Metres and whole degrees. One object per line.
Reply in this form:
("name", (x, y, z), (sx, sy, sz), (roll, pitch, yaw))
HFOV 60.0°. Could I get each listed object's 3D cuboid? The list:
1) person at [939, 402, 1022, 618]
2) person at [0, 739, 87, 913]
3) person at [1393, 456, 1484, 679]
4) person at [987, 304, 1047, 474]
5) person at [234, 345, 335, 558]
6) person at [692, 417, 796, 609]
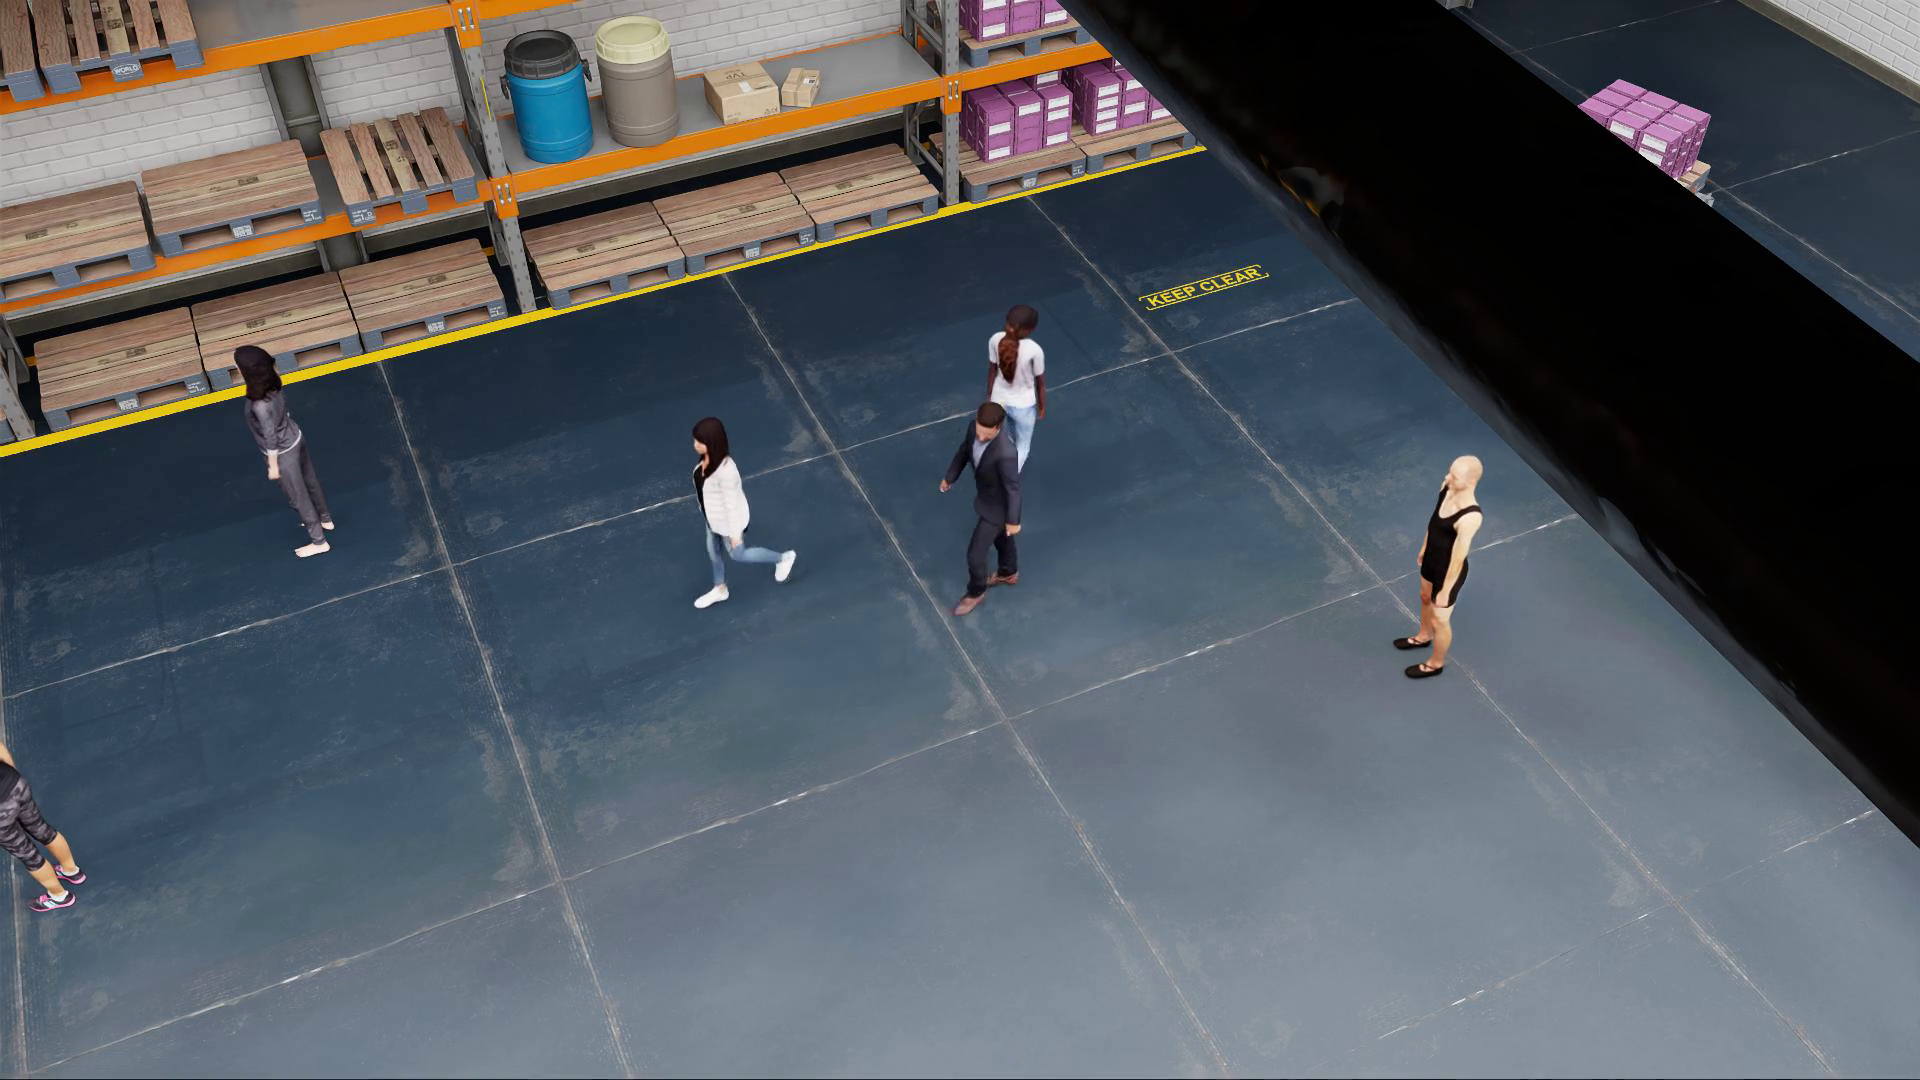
("person", (0.302, -0.273, 11.164), (0.817, 1.831, 0.782), (-12, 45, -12))
("person", (-5.391, 1.487, 9.389), (0.690, 1.730, 0.665), (4, 44, 4))
("person", (3.131, 0.164, 10.717), (0.628, 1.814, 0.692), (-4, 44, -4))
("person", (0.365, -0.918, 11.936), (0.972, 1.700, 1.082), (17, 46, 17))
("person", (-4.702, -0.634, 11.591), (0.637, 1.765, 0.659), (-2, 44, -2))
("person", (-1.514, -0.211, 11.254), (1.000, 1.617, 0.683), (-22, 48, -22))
